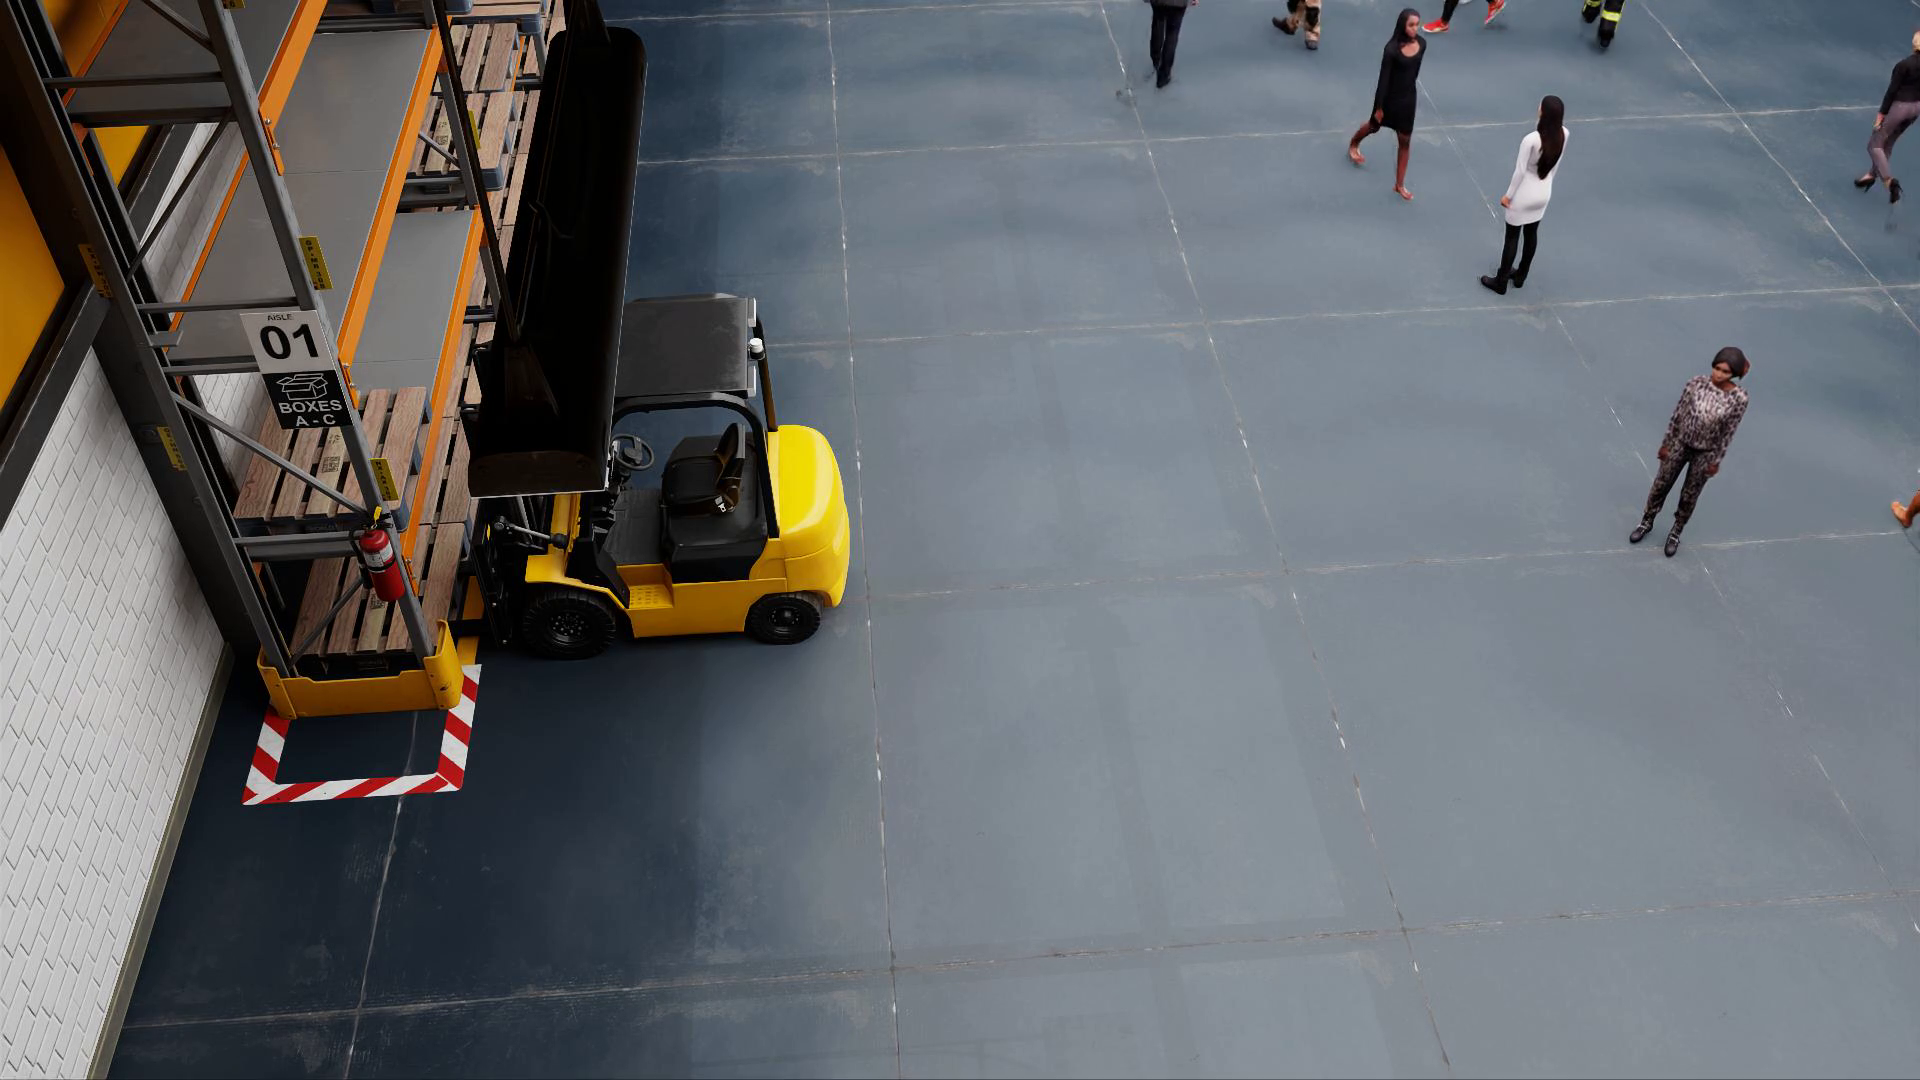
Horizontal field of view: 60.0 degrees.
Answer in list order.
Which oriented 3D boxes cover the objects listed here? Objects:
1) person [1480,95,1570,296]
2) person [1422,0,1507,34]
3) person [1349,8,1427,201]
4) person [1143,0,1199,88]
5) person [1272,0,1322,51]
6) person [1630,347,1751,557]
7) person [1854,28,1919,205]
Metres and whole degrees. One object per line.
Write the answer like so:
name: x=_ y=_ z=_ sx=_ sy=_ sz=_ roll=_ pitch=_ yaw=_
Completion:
person: x=4.731 y=-2.861 z=13.817 sx=0.672 sy=1.808 sz=0.641 roll=-17 pitch=46 yaw=-17
person: x=5.410 y=-6.134 z=17.269 sx=0.805 sy=1.786 sz=1.070 roll=2 pitch=44 yaw=2
person: x=3.898 y=-4.029 z=15.139 sx=0.912 sy=1.676 sz=1.282 roll=-17 pitch=46 yaw=-17
person: x=2.055 y=-5.375 z=16.455 sx=0.929 sy=1.809 sz=1.010 roll=13 pitch=45 yaw=14
person: x=3.586 y=-5.986 z=17.097 sx=1.067 sy=1.808 sz=0.888 roll=-16 pitch=46 yaw=-16
person: x=5.090 y=-0.625 z=11.538 sx=0.683 sy=1.714 sz=0.735 roll=26 pitch=49 yaw=25
person: x=8.421 y=-3.730 z=14.845 sx=0.708 sy=1.647 sz=0.938 roll=-7 pitch=44 yaw=-8
